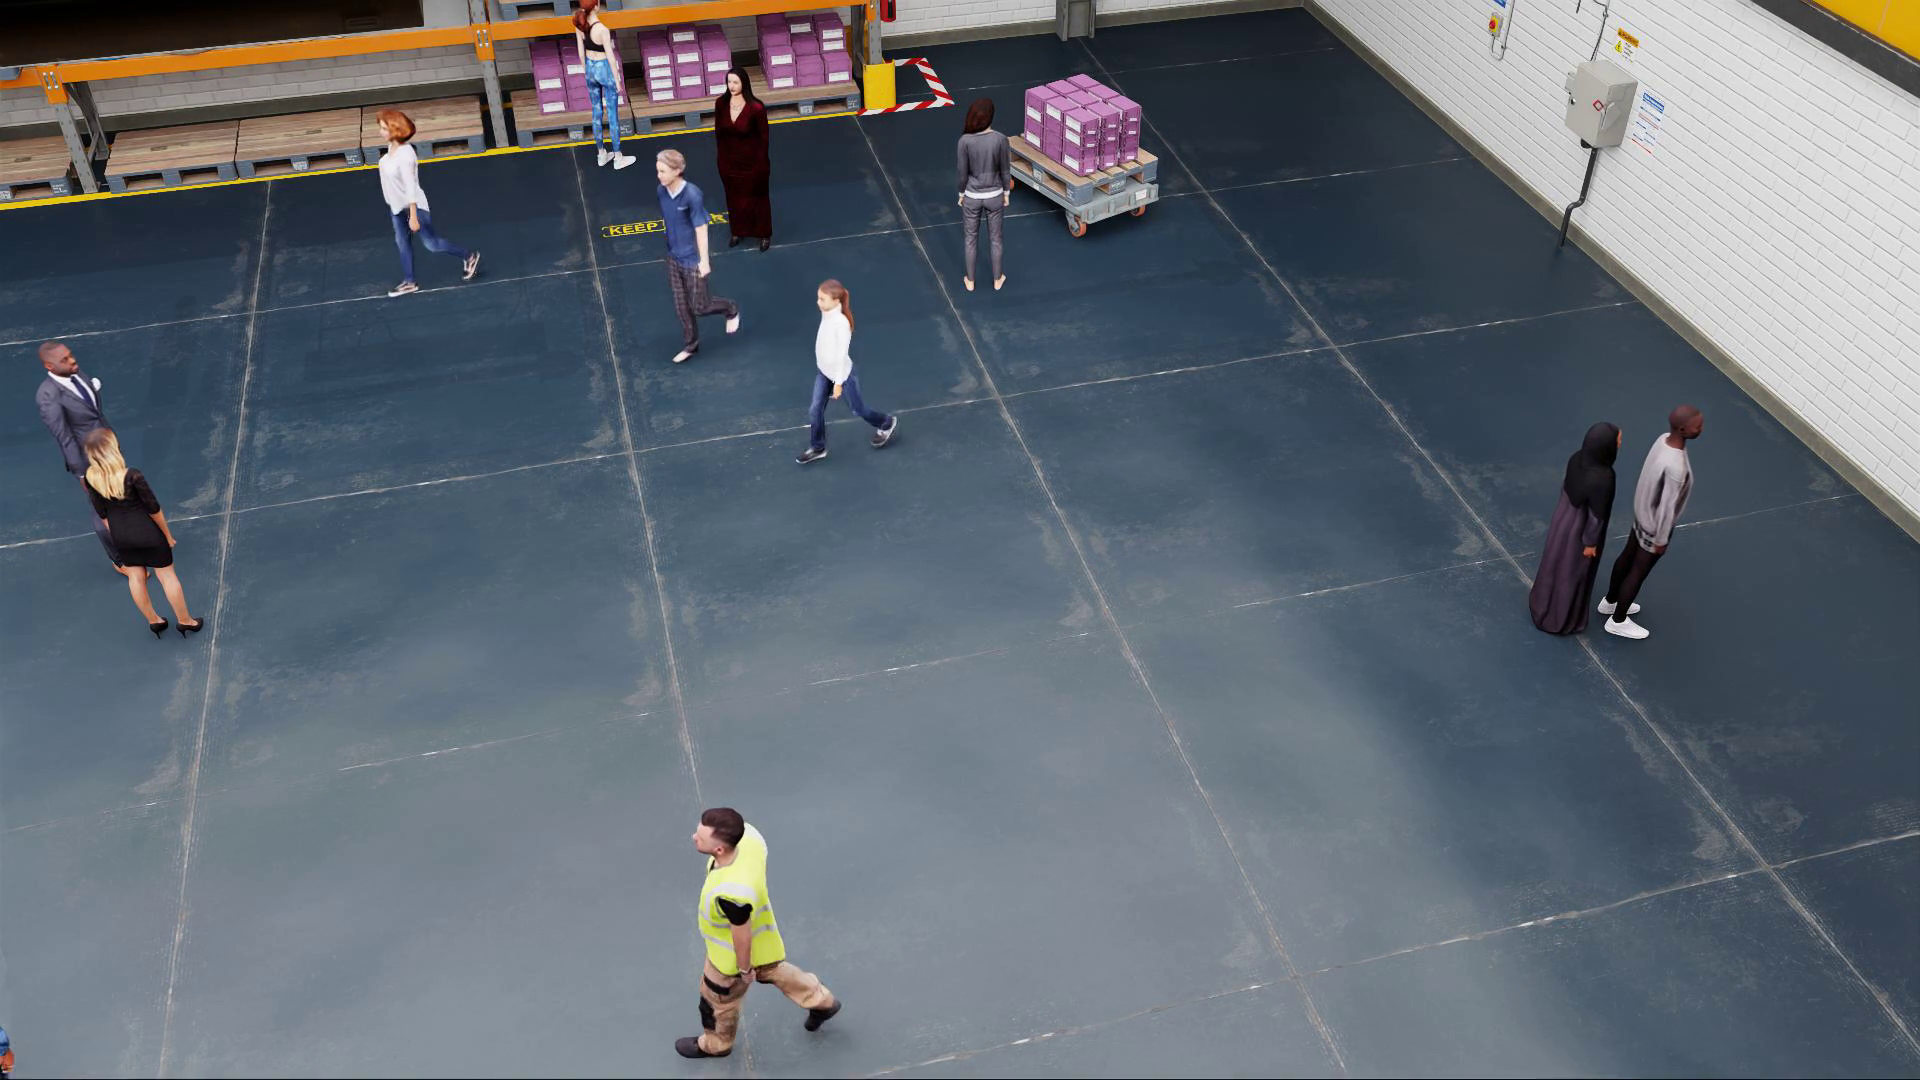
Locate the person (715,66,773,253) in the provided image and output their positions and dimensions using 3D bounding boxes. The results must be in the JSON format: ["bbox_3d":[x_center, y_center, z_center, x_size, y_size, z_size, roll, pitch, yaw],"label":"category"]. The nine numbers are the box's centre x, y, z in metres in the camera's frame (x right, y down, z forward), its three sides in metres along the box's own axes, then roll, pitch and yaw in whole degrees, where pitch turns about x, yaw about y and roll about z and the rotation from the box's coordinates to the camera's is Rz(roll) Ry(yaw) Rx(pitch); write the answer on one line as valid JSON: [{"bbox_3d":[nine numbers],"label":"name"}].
[{"bbox_3d":[-1.965,-3.466,15.125,0.721,1.757,0.823,11,40,13],"label":"person"}]

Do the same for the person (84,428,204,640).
[{"bbox_3d":[-5.380,-0.026,10.883,0.497,1.677,0.659,2,39,2],"label":"person"}]

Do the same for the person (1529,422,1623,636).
[{"bbox_3d":[4.105,-0.103,11.028,0.632,1.615,0.643,-3,39,-4],"label":"person"}]

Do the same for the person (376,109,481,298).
[{"bbox_3d":[-4.712,-2.951,14.541,1.169,1.682,0.892,-24,45,-27],"label":"person"}]

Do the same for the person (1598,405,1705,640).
[{"bbox_3d":[4.555,-0.144,10.954,0.657,1.771,0.684,4,39,6],"label":"person"}]

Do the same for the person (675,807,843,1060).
[{"bbox_3d":[-1.031,1.961,8.278,1.189,1.822,0.939,3,39,4],"label":"person"}]

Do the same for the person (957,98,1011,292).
[{"bbox_3d":[0.203,-3.017,14.555,0.528,1.768,0.720,-1,39,-2],"label":"person"}]

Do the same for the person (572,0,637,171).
[{"bbox_3d":[-3.548,-4.548,16.458,0.684,1.785,0.748,17,42,20],"label":"person"}]

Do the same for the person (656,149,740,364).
[{"bbox_3d":[-2.180,-2.350,13.657,0.971,1.846,1.054,24,44,27],"label":"person"}]

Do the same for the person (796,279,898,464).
[{"bbox_3d":[-0.850,-1.278,12.572,1.118,1.525,0.789,-25,45,-28],"label":"person"}]

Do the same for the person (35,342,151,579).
[{"bbox_3d":[-5.973,-0.577,11.455,0.702,1.824,0.752,0,39,0],"label":"person"}]
